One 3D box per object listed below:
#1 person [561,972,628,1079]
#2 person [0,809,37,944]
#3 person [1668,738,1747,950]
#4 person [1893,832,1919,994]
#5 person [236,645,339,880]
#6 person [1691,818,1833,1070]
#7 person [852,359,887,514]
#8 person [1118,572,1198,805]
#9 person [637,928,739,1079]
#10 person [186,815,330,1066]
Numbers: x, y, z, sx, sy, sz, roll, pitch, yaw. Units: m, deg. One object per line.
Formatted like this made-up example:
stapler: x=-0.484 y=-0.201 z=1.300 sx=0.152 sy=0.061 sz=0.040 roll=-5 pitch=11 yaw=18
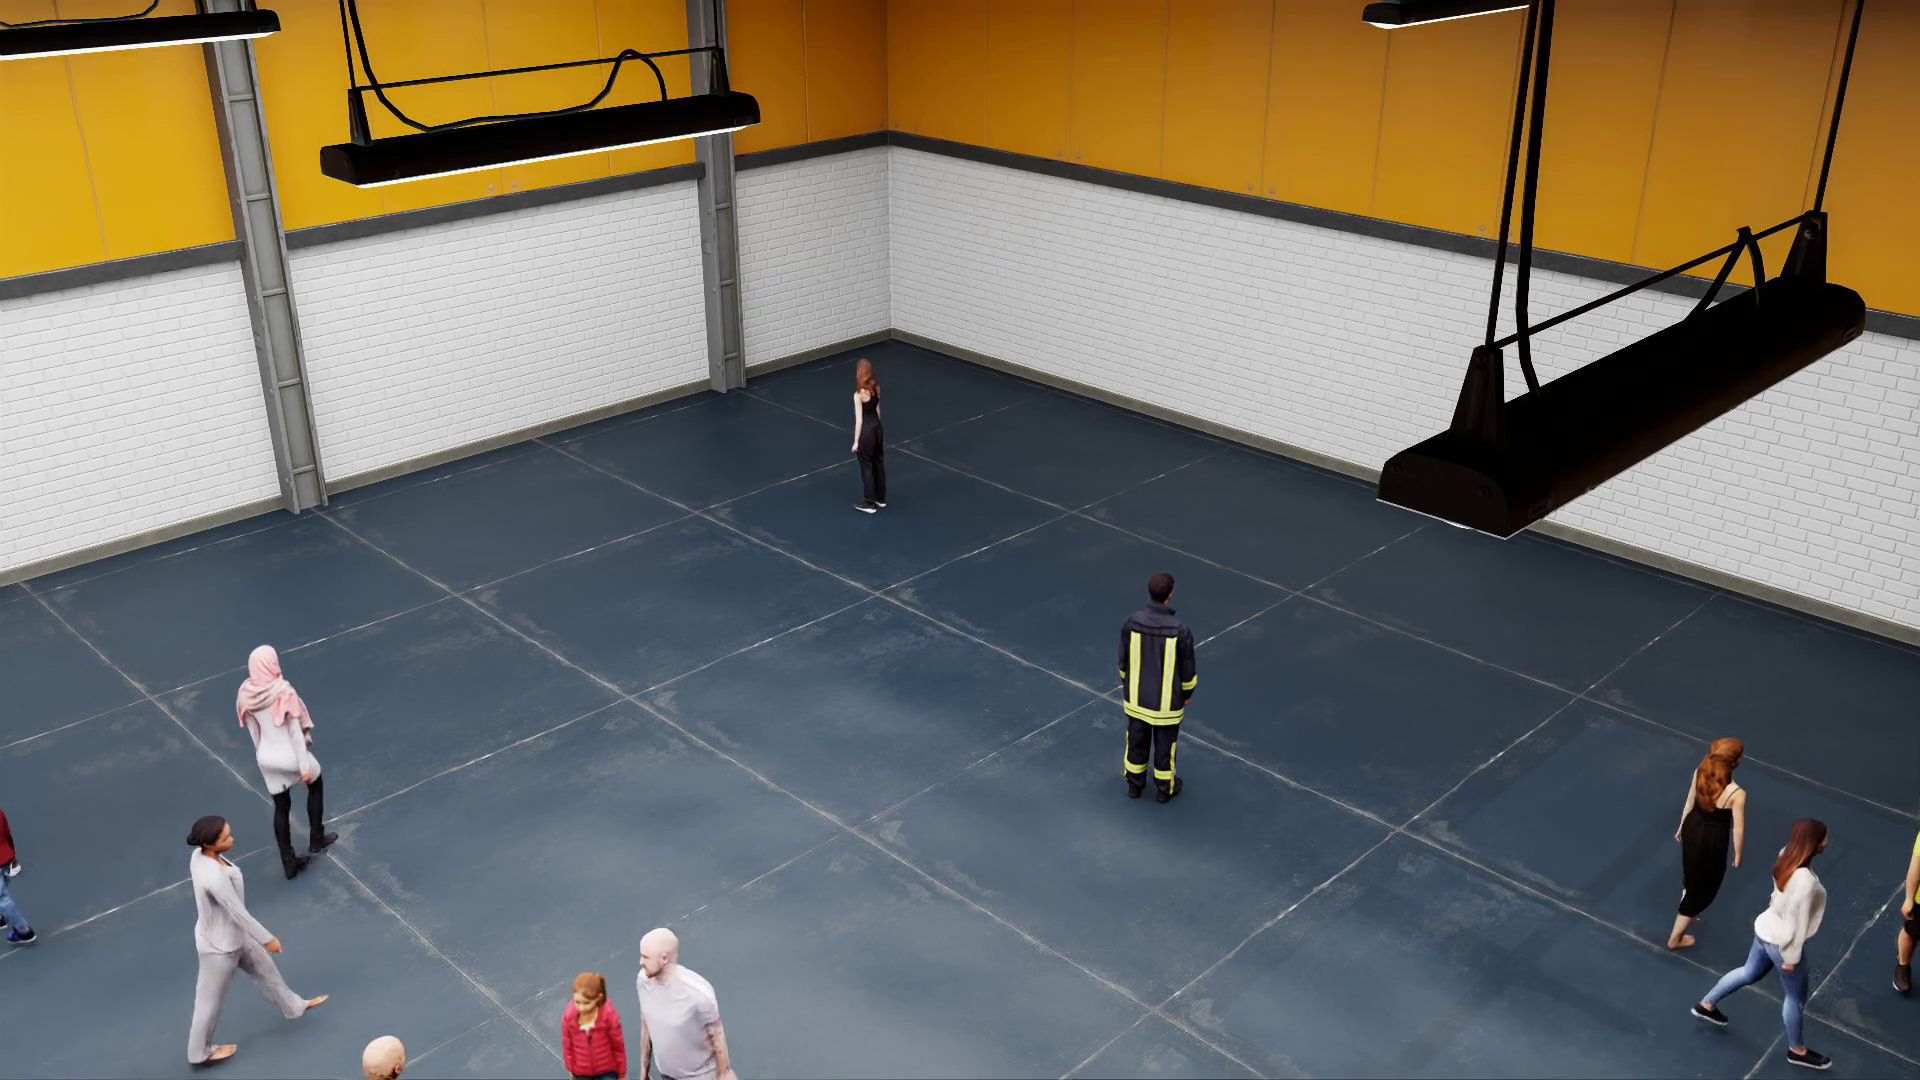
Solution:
person: x=-2.063 y=2.979 z=9.498 sx=0.597 sy=1.309 sz=0.664 roll=-2 pitch=24 yaw=-4
person: x=-6.560 y=2.213 z=11.340 sx=0.793 sy=1.237 sz=0.792 roll=6 pitch=24 yaw=13
person: x=4.960 y=2.063 z=11.219 sx=0.736 sy=1.608 sz=0.695 roll=-11 pitch=26 yaw=-23
person: x=6.303 y=2.252 z=10.710 sx=0.913 sy=1.669 sz=1.130 roll=9 pitch=25 yaw=19
person: x=-4.915 y=1.638 z=11.970 sx=0.874 sy=1.785 sz=0.942 roll=4 pitch=24 yaw=9
person: x=4.999 y=2.437 z=10.286 sx=1.035 sy=1.670 sz=1.086 roll=5 pitch=24 yaw=12
person: x=-0.999 y=-1.166 z=18.438 sx=0.661 sy=1.743 sz=0.482 roll=17 pitch=29 yaw=34
person: x=1.518 y=1.144 z=12.923 sx=0.877 sy=1.927 sz=0.826 roll=10 pitch=25 yaw=21
person: x=-1.426 y=2.868 z=9.140 sx=0.819 sy=1.798 sz=1.023 roll=14 pitch=27 yaw=29
person: x=-4.596 y=2.483 z=10.156 sx=1.173 sy=1.689 sz=0.839 roll=-13 pitch=27 yaw=-28
